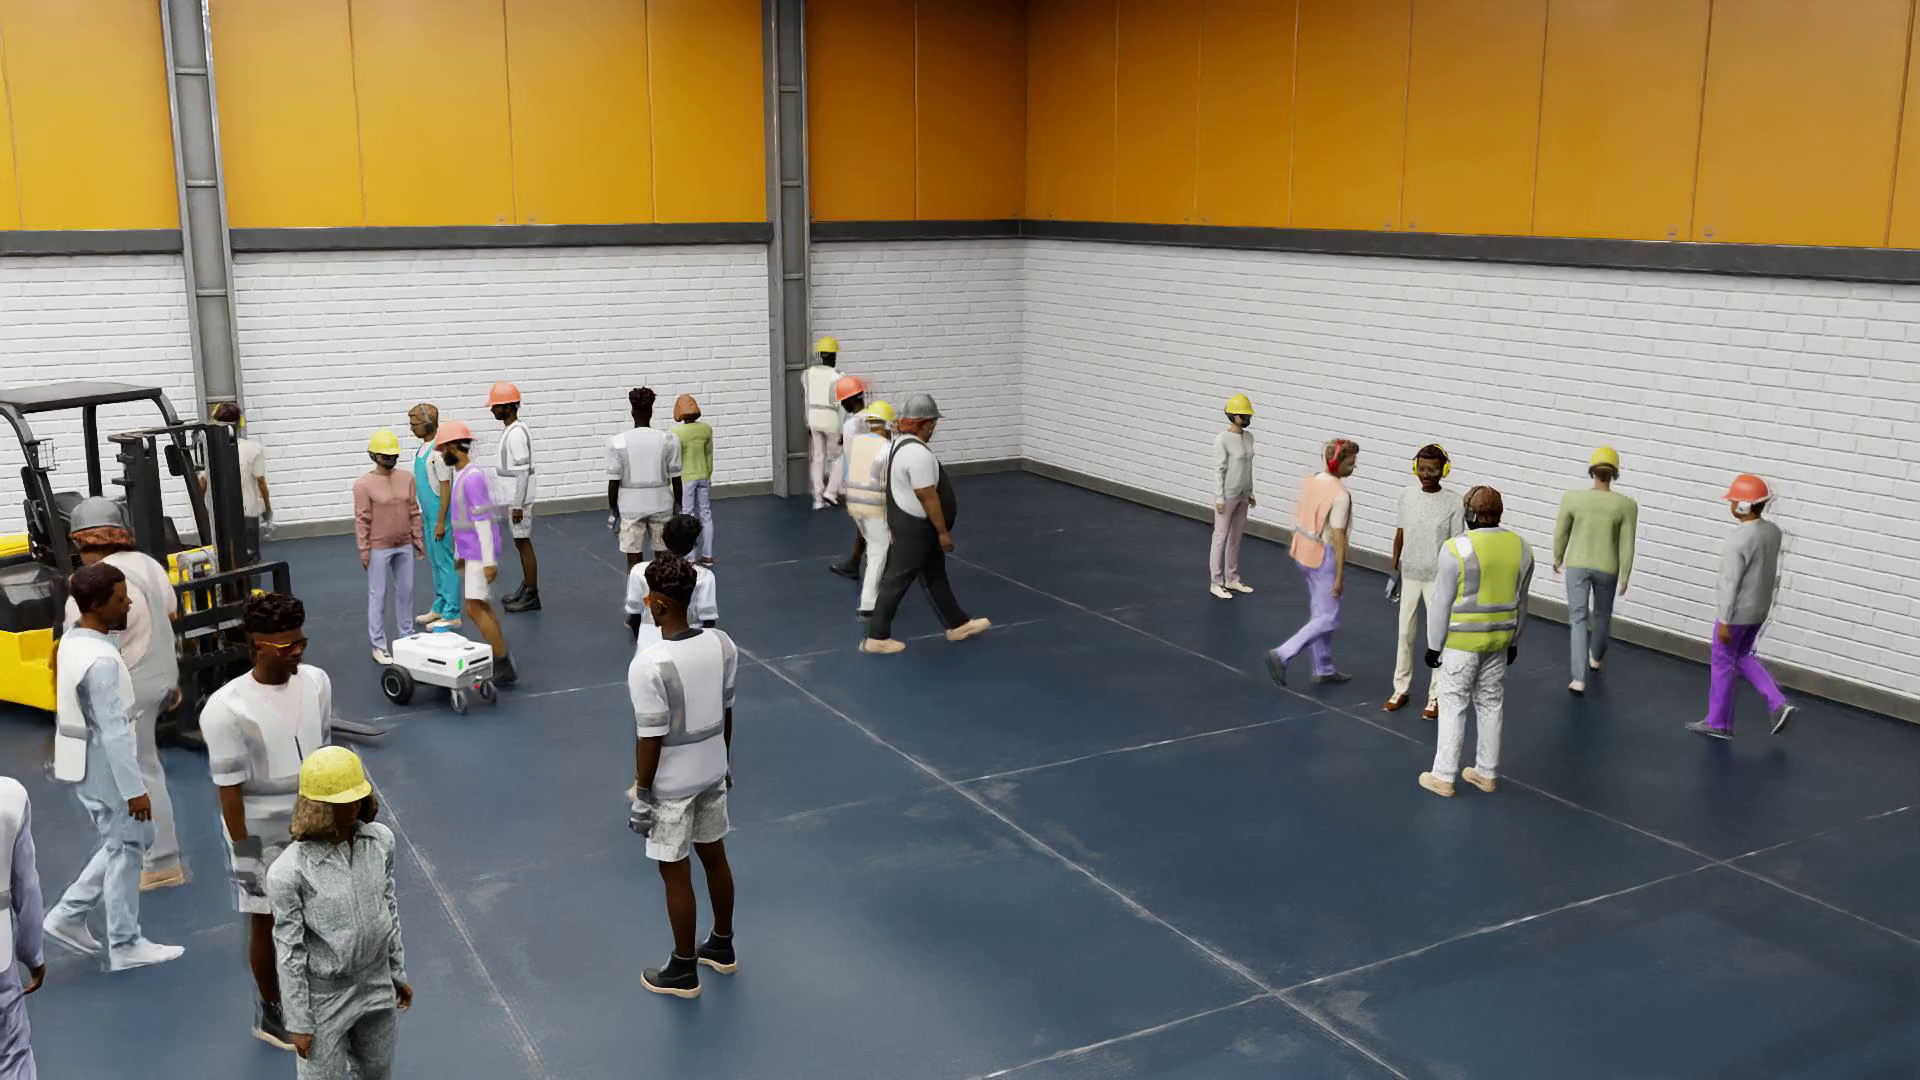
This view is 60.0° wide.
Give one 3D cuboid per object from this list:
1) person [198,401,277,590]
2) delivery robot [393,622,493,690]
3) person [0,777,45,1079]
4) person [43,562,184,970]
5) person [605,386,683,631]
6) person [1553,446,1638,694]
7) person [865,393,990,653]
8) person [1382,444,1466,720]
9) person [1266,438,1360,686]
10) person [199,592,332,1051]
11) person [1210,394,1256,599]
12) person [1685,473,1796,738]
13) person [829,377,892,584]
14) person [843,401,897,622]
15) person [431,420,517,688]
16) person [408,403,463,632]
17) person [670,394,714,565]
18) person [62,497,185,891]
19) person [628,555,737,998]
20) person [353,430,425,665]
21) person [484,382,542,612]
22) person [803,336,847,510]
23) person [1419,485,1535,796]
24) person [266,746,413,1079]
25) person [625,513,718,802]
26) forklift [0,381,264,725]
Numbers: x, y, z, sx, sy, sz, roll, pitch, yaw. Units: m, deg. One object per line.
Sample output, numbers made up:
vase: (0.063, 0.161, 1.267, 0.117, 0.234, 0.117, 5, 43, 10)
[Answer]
person: (-5.790, -0.187, 13.323, 0.576, 1.842, 0.583, -2, 12, -10)
delivery robot: (-3.559, 0.809, 11.451, 0.707, 0.478, 0.477, 7, 14, 30)
person: (-3.345, 1.444, 5.518, 0.590, 1.911, 0.391, -10, 16, -40)
person: (-3.844, 1.033, 7.452, 0.464, 1.900, 0.586, -7, 14, -31)
person: (-2.512, -0.248, 13.296, 0.614, 1.964, 0.361, -4, 13, -18)
person: (4.501, 0.188, 11.846, 0.534, 1.717, 0.924, 3, 13, 16)
person: (-0.279, -0.158, 12.701, 1.036, 2.000, 0.692, -2, 12, -9)
person: (3.107, 0.272, 11.127, 0.519, 1.860, 0.322, 10, 15, 38)
person: (2.501, 0.176, 11.668, 0.682, 1.817, 0.585, -4, 13, -17)
person: (-2.700, 1.165, 6.737, 0.581, 1.948, 0.604, 7, 14, 31)
person: (2.384, -0.384, 14.405, 0.316, 1.769, 0.524, 12, 17, 43)
person: (5.015, 0.441, 10.592, 0.577, 1.739, 0.556, -8, 15, -34)
person: (-0.894, -0.512, 14.745, 0.892, 1.875, 0.624, 6, 14, 28)
person: (-0.719, -0.244, 13.734, 0.610, 1.779, 0.655, 10, 15, 38)
person: (-3.480, 0.092, 11.883, 0.488, 1.889, 0.598, -5, 13, -24)
person: (-4.204, -0.185, 13.307, 0.345, 1.840, 0.504, -7, 14, -30)
person: (-2.501, -0.540, 15.455, 0.279, 1.633, 0.498, 11, 16, 41)
person: (-4.269, 0.759, 8.402, 0.645, 2.000, 0.770, 0, 12, -2)
person: (-1.222, 1.029, 7.311, 0.362, 1.963, 0.614, 8, 14, 32)
person: (-4.237, 0.050, 12.394, 0.334, 1.764, 0.527, 9, 15, 35)
person: (-3.737, -0.360, 13.900, 0.378, 1.932, 0.551, -4, 13, -17)
person: (-1.456, -1.273, 18.248, 0.596, 1.911, 0.428, 6, 13, 26)
person: (3.005, 0.590, 9.707, 0.636, 1.830, 0.429, -4, 13, -19)
person: (-2.031, 1.519, 5.545, 0.296, 1.744, 0.488, 6, 14, 28)
person: (-1.682, 0.677, 9.725, 0.554, 1.661, 0.711, 0, 12, -1)
forklift: (-5.853, 0.085, 11.199, 2.313, 2.155, 1.214, 7, 14, 28)
